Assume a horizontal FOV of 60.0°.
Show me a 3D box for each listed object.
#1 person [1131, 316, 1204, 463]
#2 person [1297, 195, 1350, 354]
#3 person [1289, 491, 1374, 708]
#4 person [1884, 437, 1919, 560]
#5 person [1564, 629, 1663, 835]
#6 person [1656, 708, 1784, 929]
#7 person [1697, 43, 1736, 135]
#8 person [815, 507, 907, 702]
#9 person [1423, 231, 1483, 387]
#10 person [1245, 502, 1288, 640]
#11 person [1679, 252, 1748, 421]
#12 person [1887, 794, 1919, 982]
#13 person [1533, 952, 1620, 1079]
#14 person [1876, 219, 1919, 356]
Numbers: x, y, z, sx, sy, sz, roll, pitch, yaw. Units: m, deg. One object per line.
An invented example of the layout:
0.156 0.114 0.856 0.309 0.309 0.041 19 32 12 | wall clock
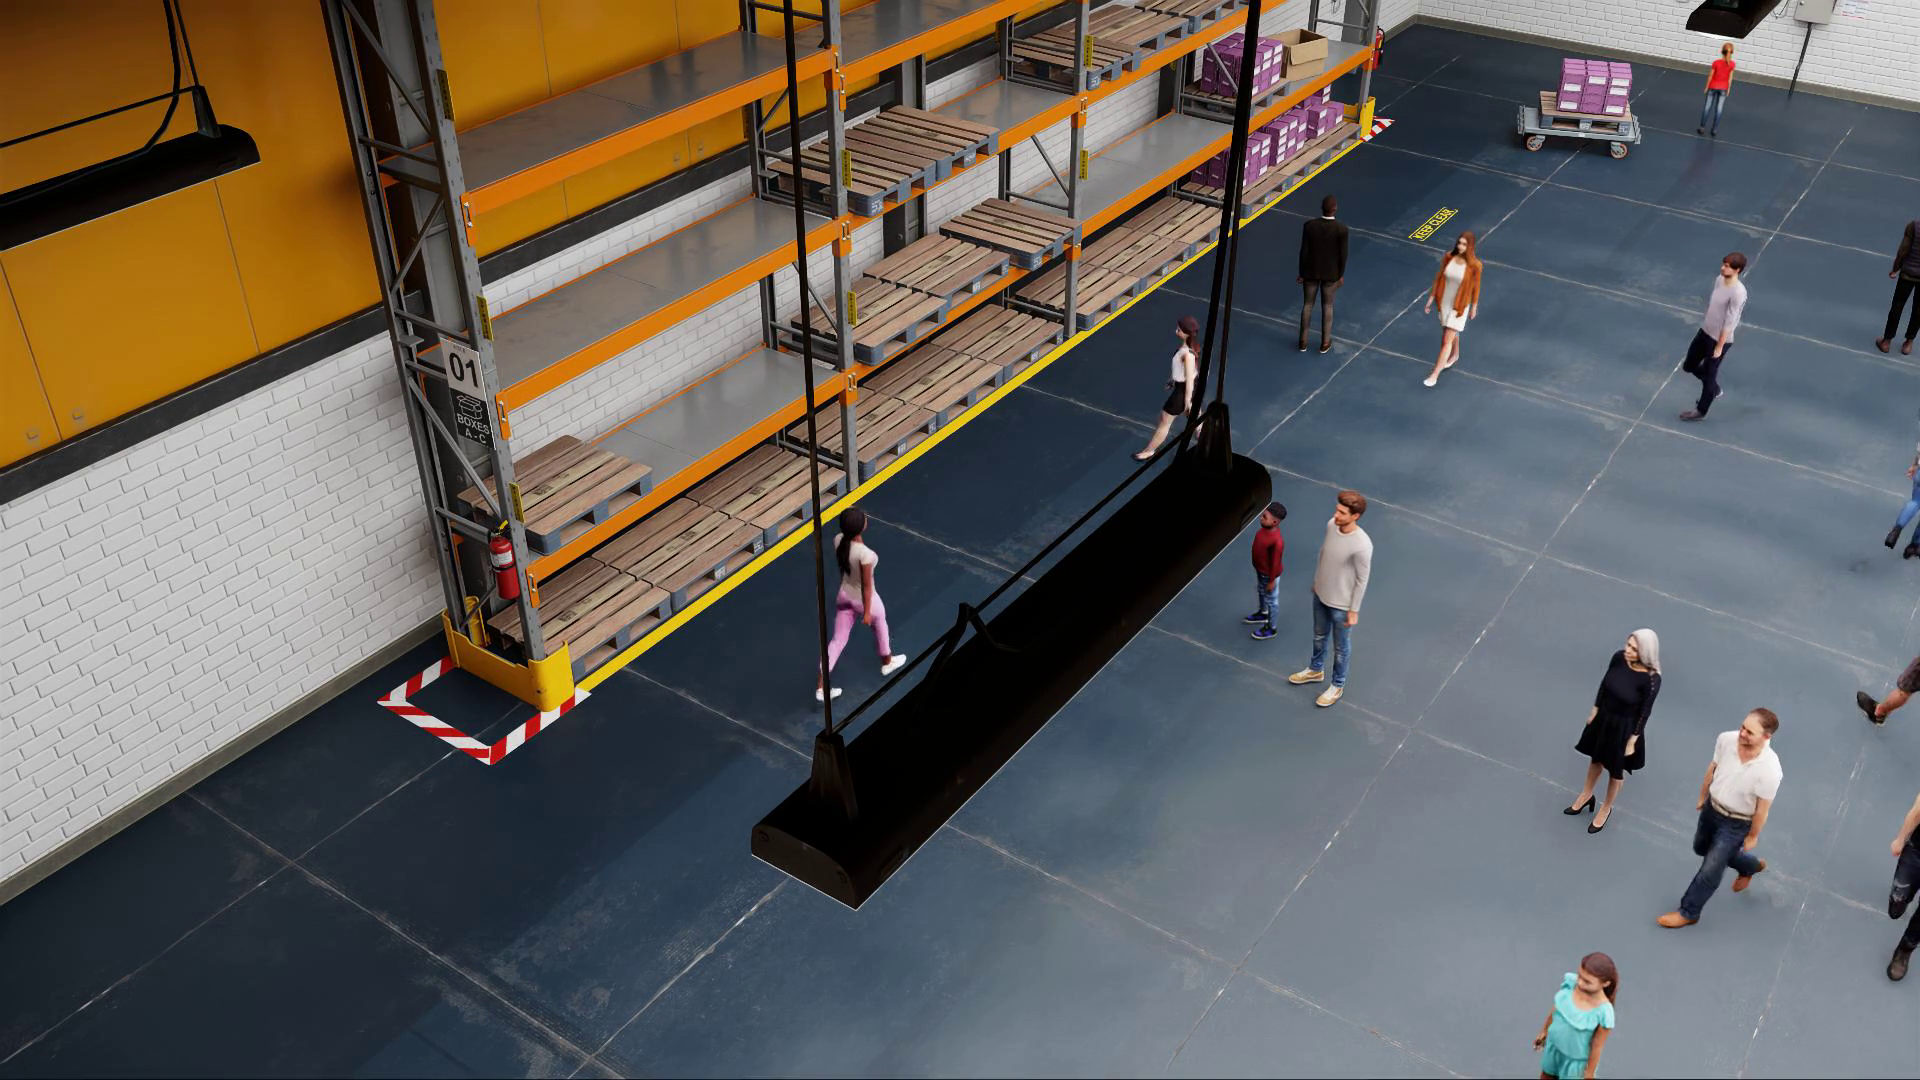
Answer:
2.251 -1.390 15.996 0.910 1.616 1.017 6 34 9 | person
3.931 -2.891 18.089 0.721 1.799 0.671 10 35 15 | person
2.956 0.430 12.997 0.754 1.904 0.753 -16 37 -22 | person
8.537 -0.513 14.673 0.840 1.619 0.779 -17 37 -24 | person
4.645 1.338 11.773 0.717 1.747 0.694 -14 36 -21 | person
5.169 1.811 10.979 1.166 1.838 1.051 -10 35 -14 | person
10.933 -6.507 23.971 0.531 1.308 0.570 11 35 16 | person
-0.882 0.530 13.034 1.190 1.697 0.724 -29 43 -36 | person
5.263 -2.503 17.618 1.164 1.674 0.768 -27 42 -35 | person
2.585 0.230 13.887 0.634 1.252 0.575 -6 34 -9 | person
7.718 -2.051 16.793 0.897 1.834 0.834 -3 34 -4 | person
6.313 1.966 10.709 0.689 1.879 0.928 22 39 29 | person
3.523 2.928 9.552 0.702 1.558 0.656 -10 35 -14 | person
10.414 -2.898 18.066 0.754 1.835 0.680 11 35 16 | person
